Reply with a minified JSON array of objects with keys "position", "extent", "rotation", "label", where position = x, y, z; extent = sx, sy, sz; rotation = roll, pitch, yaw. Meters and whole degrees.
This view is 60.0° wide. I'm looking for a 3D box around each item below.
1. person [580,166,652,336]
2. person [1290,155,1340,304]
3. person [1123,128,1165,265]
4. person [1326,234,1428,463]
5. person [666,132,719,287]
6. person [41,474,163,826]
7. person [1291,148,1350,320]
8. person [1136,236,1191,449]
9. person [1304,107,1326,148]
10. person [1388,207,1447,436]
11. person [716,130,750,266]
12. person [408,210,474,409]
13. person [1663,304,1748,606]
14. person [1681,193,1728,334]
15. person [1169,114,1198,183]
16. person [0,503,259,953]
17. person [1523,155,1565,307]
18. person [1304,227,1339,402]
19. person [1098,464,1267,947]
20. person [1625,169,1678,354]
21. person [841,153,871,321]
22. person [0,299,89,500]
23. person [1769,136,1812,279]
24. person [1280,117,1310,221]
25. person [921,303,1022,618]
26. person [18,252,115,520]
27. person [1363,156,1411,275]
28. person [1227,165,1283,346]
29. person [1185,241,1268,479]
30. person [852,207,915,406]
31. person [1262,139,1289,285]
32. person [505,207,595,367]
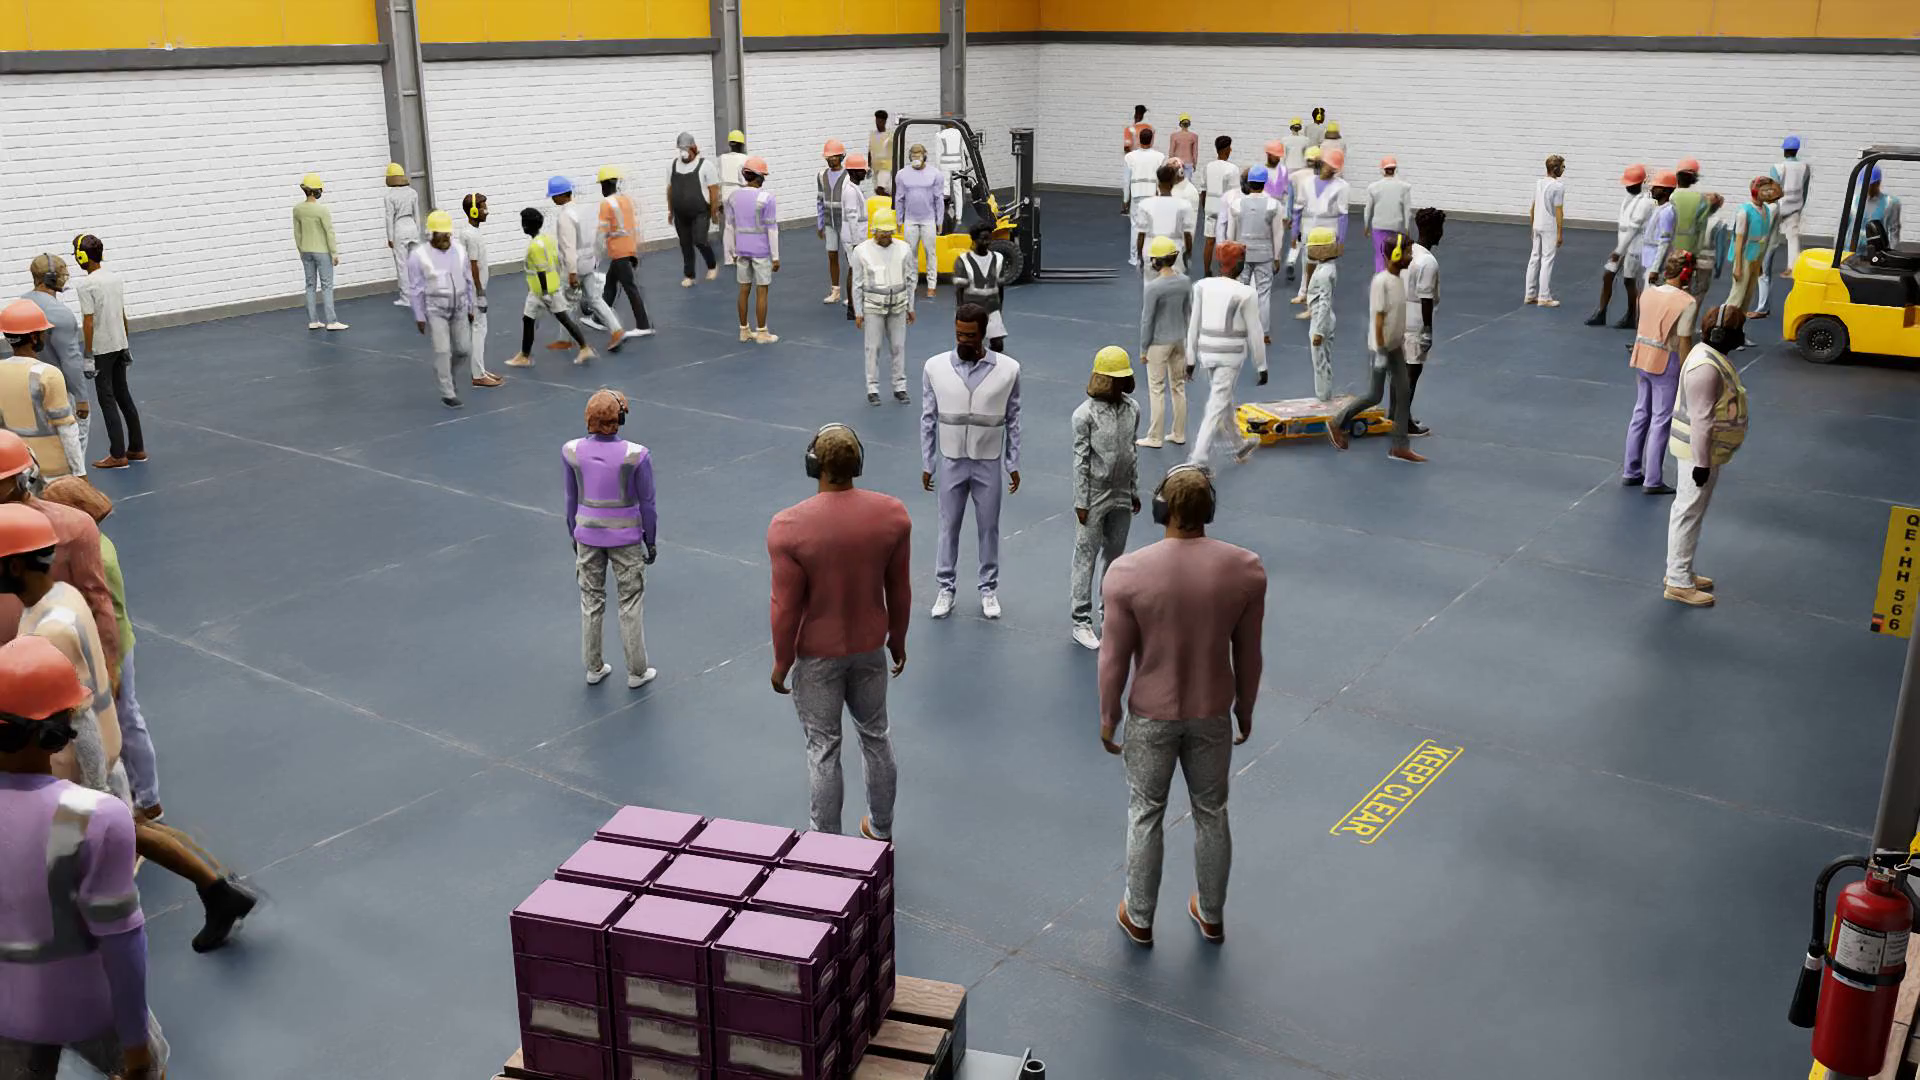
[{"position":[-3.911,-3.210,18.563],"extent":[0.980,1.867,0.612],"rotation":[3,18,10],"label":"person"},{"position":[4.392,-3.787,20.425],"extent":[0.430,1.845,0.621],"rotation":[-15,23,-38],"label":"person"},{"position":[2.627,-4.892,23.756],"extent":[0.597,1.916,0.372],"rotation":[1,18,3],"label":"person"},{"position":[3.438,-1.559,13.486],"extent":[0.846,1.824,0.538],"rotation":[16,23,40],"label":"person"},{"position":[-3.541,-4.354,21.875],"extent":[0.699,2.000,0.578],"rotation":[6,19,18],"label":"person"},{"position":[-3.801,0.500,7.351],"extent":[0.281,1.633,0.499],"rotation":[-16,23,-40],"label":"person"},{"position":[4.212,-3.551,19.438],"extent":[0.661,2.003,0.391],"rotation":[13,22,36],"label":"person"},{"position":[1.689,-1.640,13.846],"extent":[0.524,1.761,0.342],"rotation":[-13,22,-35],"label":"person"},{"position":[6.322,-6.762,29.693],"extent":[0.317,1.863,0.523],"rotation":[-10,20,-29],"label":"person"},{"position":[3.905,-1.864,14.233],"extent":[0.378,1.959,0.599],"rotation":[-2,18,-7],"label":"person"},{"position":[-3.203,-4.849,23.664],"extent":[0.600,1.894,0.575],"rotation":[7,19,21],"label":"person"},{"position":[-4.744,-2.123,15.256],"extent":[0.511,1.813,0.610],"rotation":[17,24,42],"label":"person"},{"position":[4.593,-0.534,10.250],"extent":[0.429,1.844,0.622],"rotation":[8,19,23],"label":"person"},{"position":[8.192,-3.051,18.508],"extent":[0.574,1.605,0.561],"rotation":[14,22,36],"label":"person"},{"position":[3.986,-6.731,29.778],"extent":[0.531,1.755,0.339],"rotation":[-3,18,-9],"label":"person"},{"position":[-3.193,0.763,6.120],"extent":[0.946,1.896,0.542],"rotation":[-8,19,-24],"label":"person"},{"position":[7.212,-3.789,20.423],"extent":[0.333,1.844,0.515],"rotation":[-7,19,-20],"label":"person"},{"position":[3.140,-1.867,14.586],"extent":[0.328,1.736,0.492],"rotation":[4,18,13],"label":"person"},{"position":[0.837,0.657,6.389],"extent":[0.632,1.932,0.366],"rotation":[-2,18,-5],"label":"person"},{"position":[7.348,-2.933,17.592],"extent":[0.351,1.942,0.545],"rotation":[5,18,16],"label":"person"},{"position":[-1.212,-3.564,19.570],"extent":[0.355,1.938,0.545],"rotation":[-1,18,-2],"label":"person"},{"position":[-5.406,-0.454,9.843],"extent":[0.543,1.939,0.361],"rotation":[5,18,14],"label":"person"},{"position":[11.271,-4.537,22.698],"extent":[0.626,1.893,1.020],"rotation":[-1,18,-3],"label":"person"},{"position":[5.765,-6.406,28.740],"extent":[0.524,1.769,0.308],"rotation":[-1,18,-3],"label":"person"},{"position":[0.067,-0.473,9.939],"extent":[0.592,1.914,0.375],"rotation":[0,18,1],"label":"person"},{"position":[-6.364,-1.064,11.772],"extent":[0.637,1.930,0.374],"rotation":[13,22,35],"label":"person"},{"position":[5.544,-4.120,21.661],"extent":[0.585,1.712,0.779],"rotation":[2,18,6],"label":"person"},{"position":[3.178,-3.062,17.983],"extent":[0.603,1.948,0.385],"rotation":[5,19,16],"label":"person"},{"position":[2.126,-1.410,12.997],"extent":[0.989,1.829,0.608],"rotation":[-15,23,-39],"label":"person"},{"position":[-0.698,-2.149,15.341],"extent":[0.601,1.821,0.403],"rotation":[-7,19,-20],"label":"person"},{"position":[4.062,-4.364,22.118],"extent":[0.552,1.911,0.650],"rotation":[-6,19,-19],"label":"person"},{"position":[-4.199,-2.563,16.901],"extent":[0.903,1.650,0.539],"rotation":[1,18,4],"label":"person"}]
